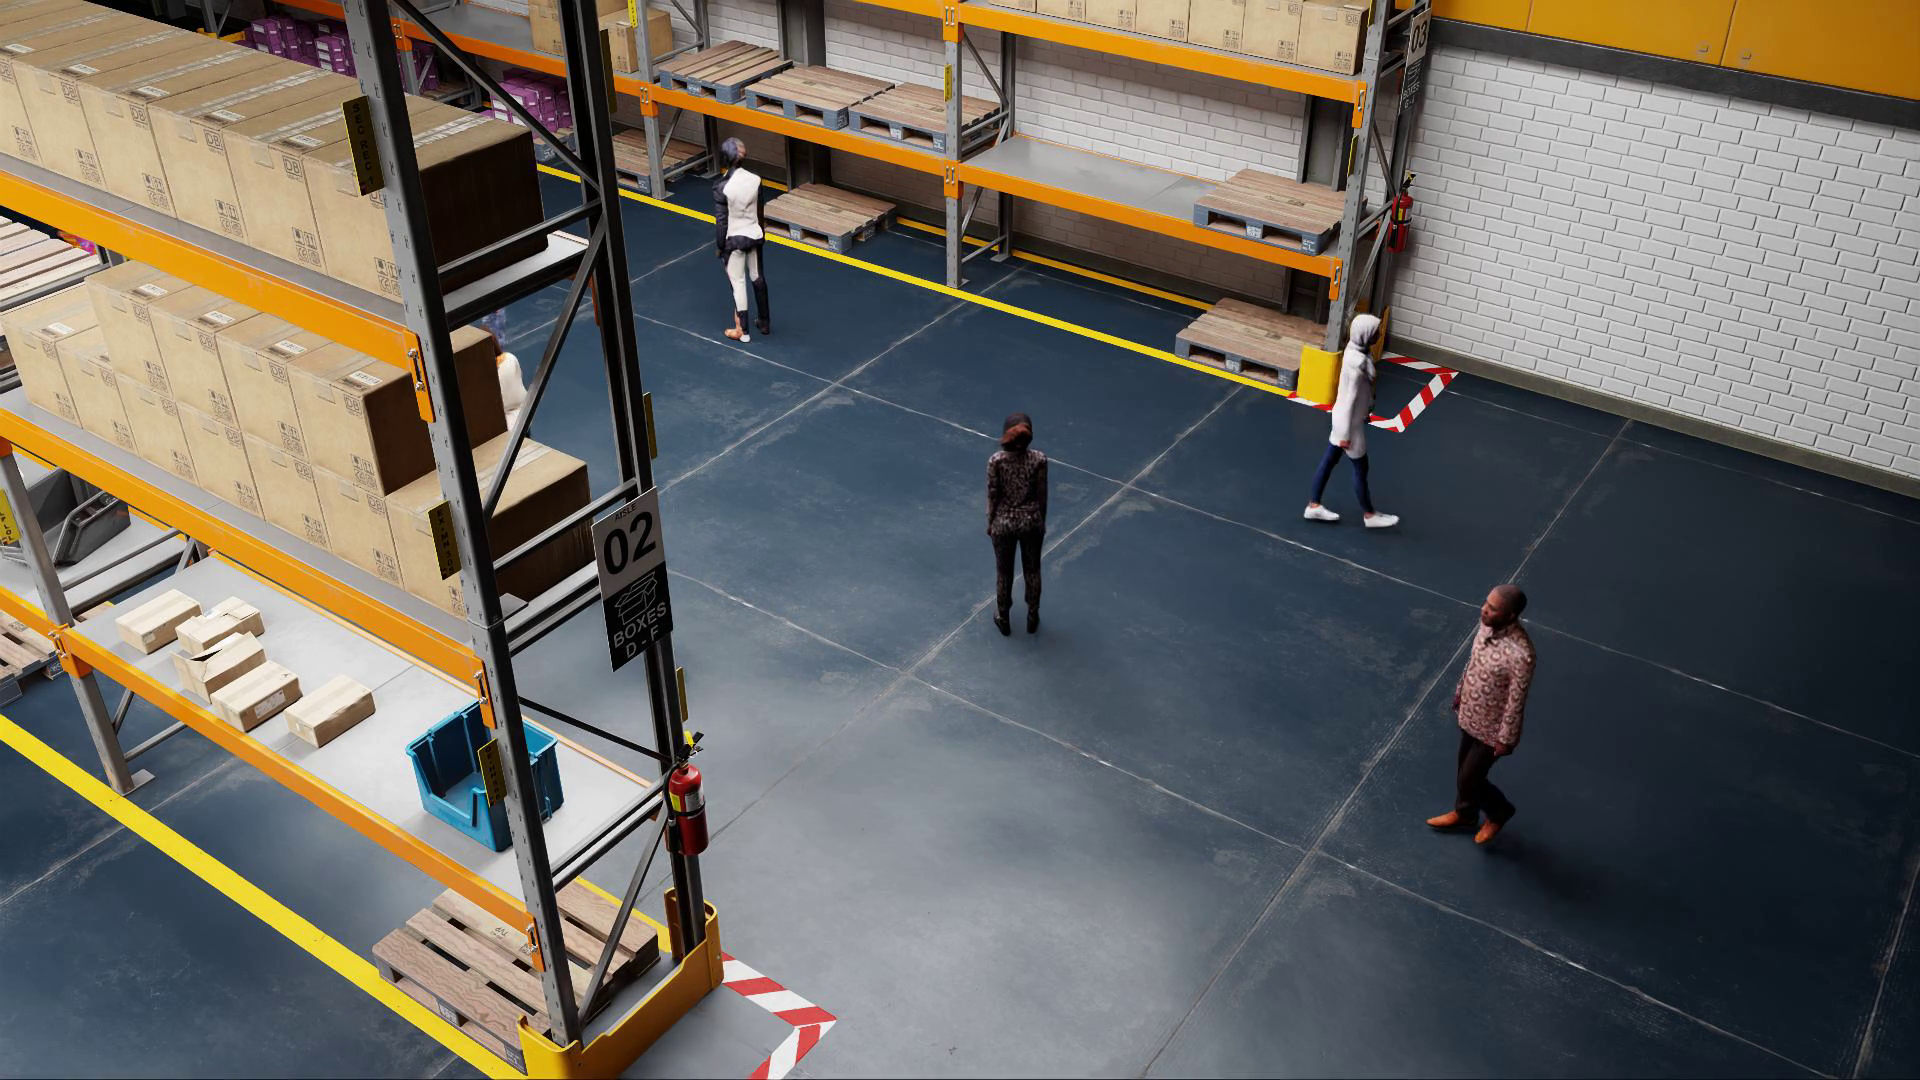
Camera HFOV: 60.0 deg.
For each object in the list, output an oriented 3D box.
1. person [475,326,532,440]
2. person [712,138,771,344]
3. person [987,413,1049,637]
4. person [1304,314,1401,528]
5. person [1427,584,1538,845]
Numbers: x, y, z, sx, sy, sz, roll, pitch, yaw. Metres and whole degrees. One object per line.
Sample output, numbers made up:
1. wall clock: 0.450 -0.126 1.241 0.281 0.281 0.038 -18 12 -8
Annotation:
1. person: -3.356 -0.822 12.455 0.697 1.666 0.849 -26 42 -34
2. person: -1.978 -2.716 15.101 0.740 1.892 0.692 -24 41 -32
3. person: 0.391 -0.104 11.330 0.656 1.717 0.727 -3 34 -4
4. person: 2.825 -0.883 12.467 1.048 1.756 0.870 6 34 9
5. person: 3.126 1.013 9.581 0.917 1.793 0.858 -6 34 -9
